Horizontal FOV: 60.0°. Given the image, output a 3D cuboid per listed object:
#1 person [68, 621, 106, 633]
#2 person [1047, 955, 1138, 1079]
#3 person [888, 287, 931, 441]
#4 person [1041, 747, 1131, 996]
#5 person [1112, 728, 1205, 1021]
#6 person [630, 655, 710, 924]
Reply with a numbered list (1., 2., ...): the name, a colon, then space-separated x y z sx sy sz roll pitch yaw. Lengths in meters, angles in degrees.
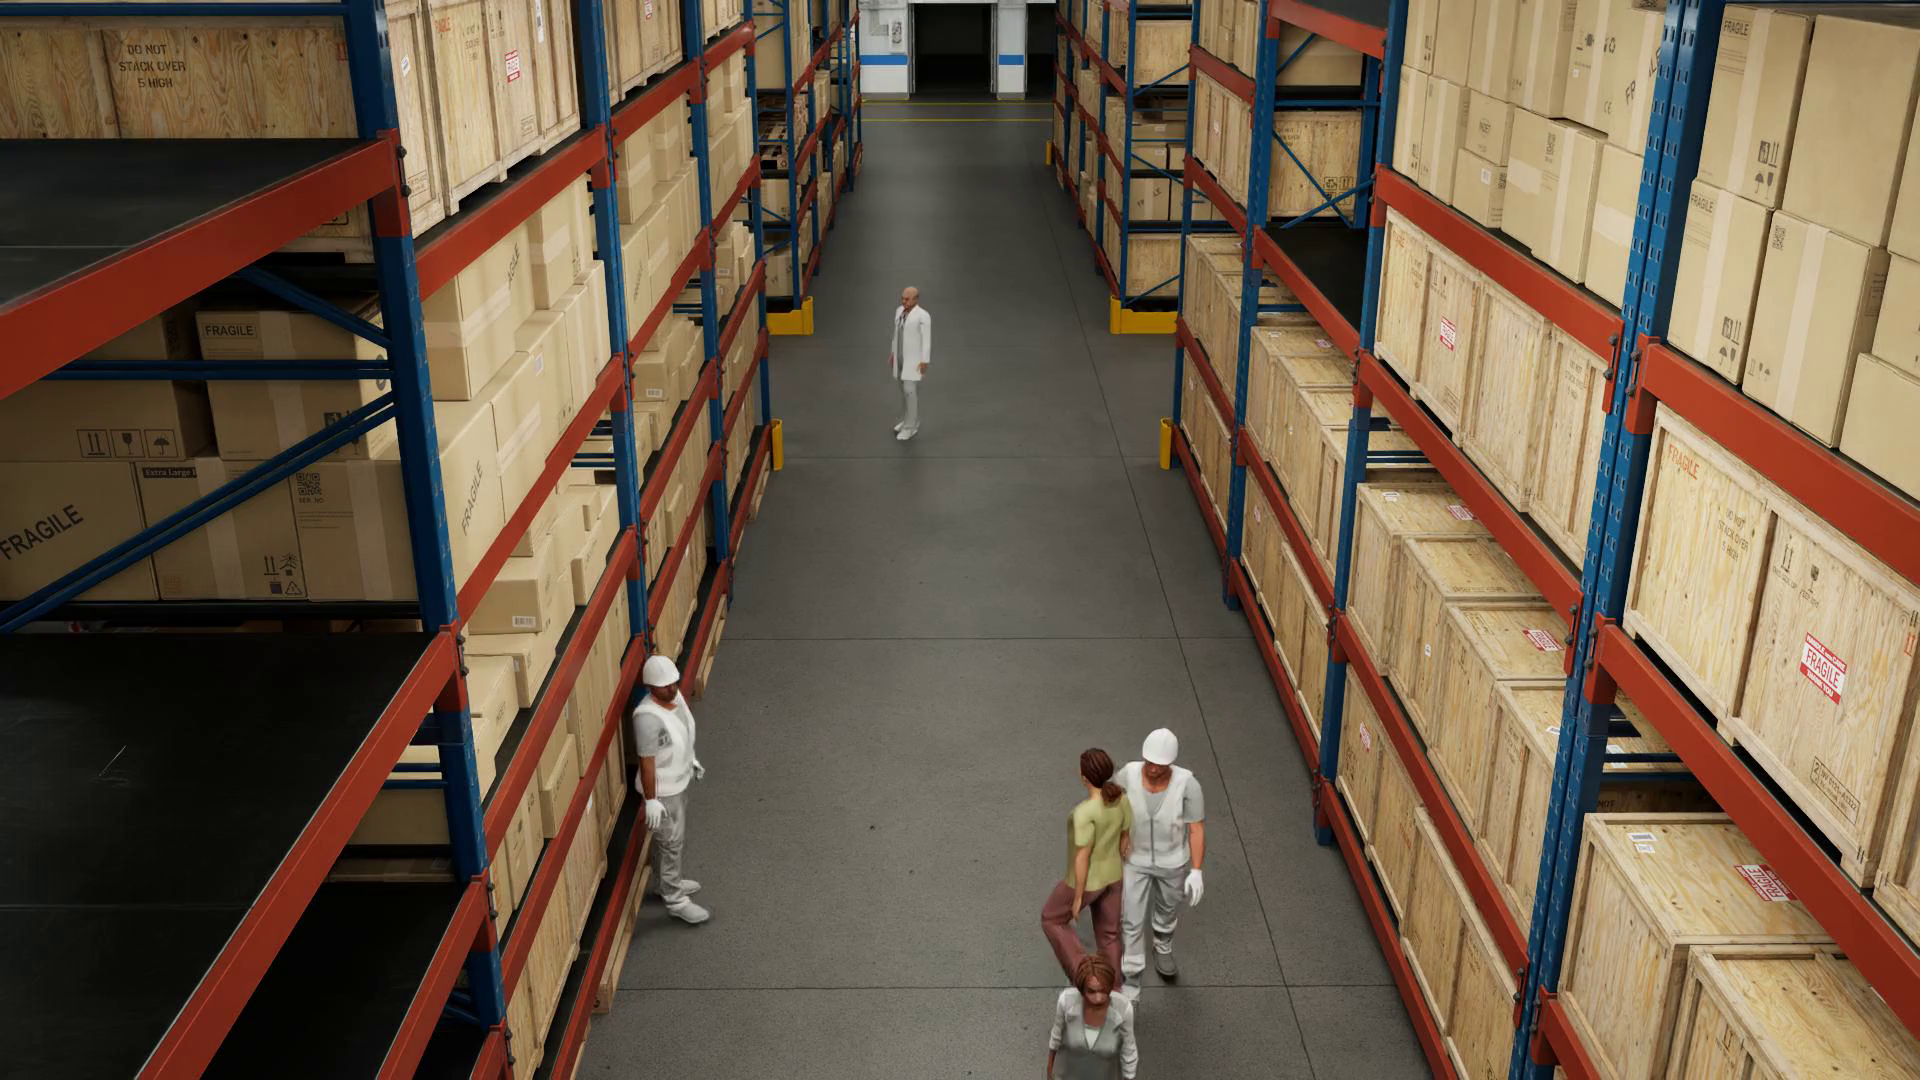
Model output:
1. person: -6.321 0.899 12.238 1.051 1.750 0.551 -8 23 -19
2. person: 0.640 2.644 8.081 0.441 1.526 0.995 1 22 3
3. person: -0.695 -2.141 19.931 0.558 1.797 0.620 -19 28 -39
4. person: 0.748 1.957 9.601 0.500 1.677 0.446 -15 26 -34
5. person: 1.131 1.899 9.635 0.563 1.756 0.892 3 22 7
6. person: -1.807 1.532 10.539 0.459 1.786 0.698 2 22 6
